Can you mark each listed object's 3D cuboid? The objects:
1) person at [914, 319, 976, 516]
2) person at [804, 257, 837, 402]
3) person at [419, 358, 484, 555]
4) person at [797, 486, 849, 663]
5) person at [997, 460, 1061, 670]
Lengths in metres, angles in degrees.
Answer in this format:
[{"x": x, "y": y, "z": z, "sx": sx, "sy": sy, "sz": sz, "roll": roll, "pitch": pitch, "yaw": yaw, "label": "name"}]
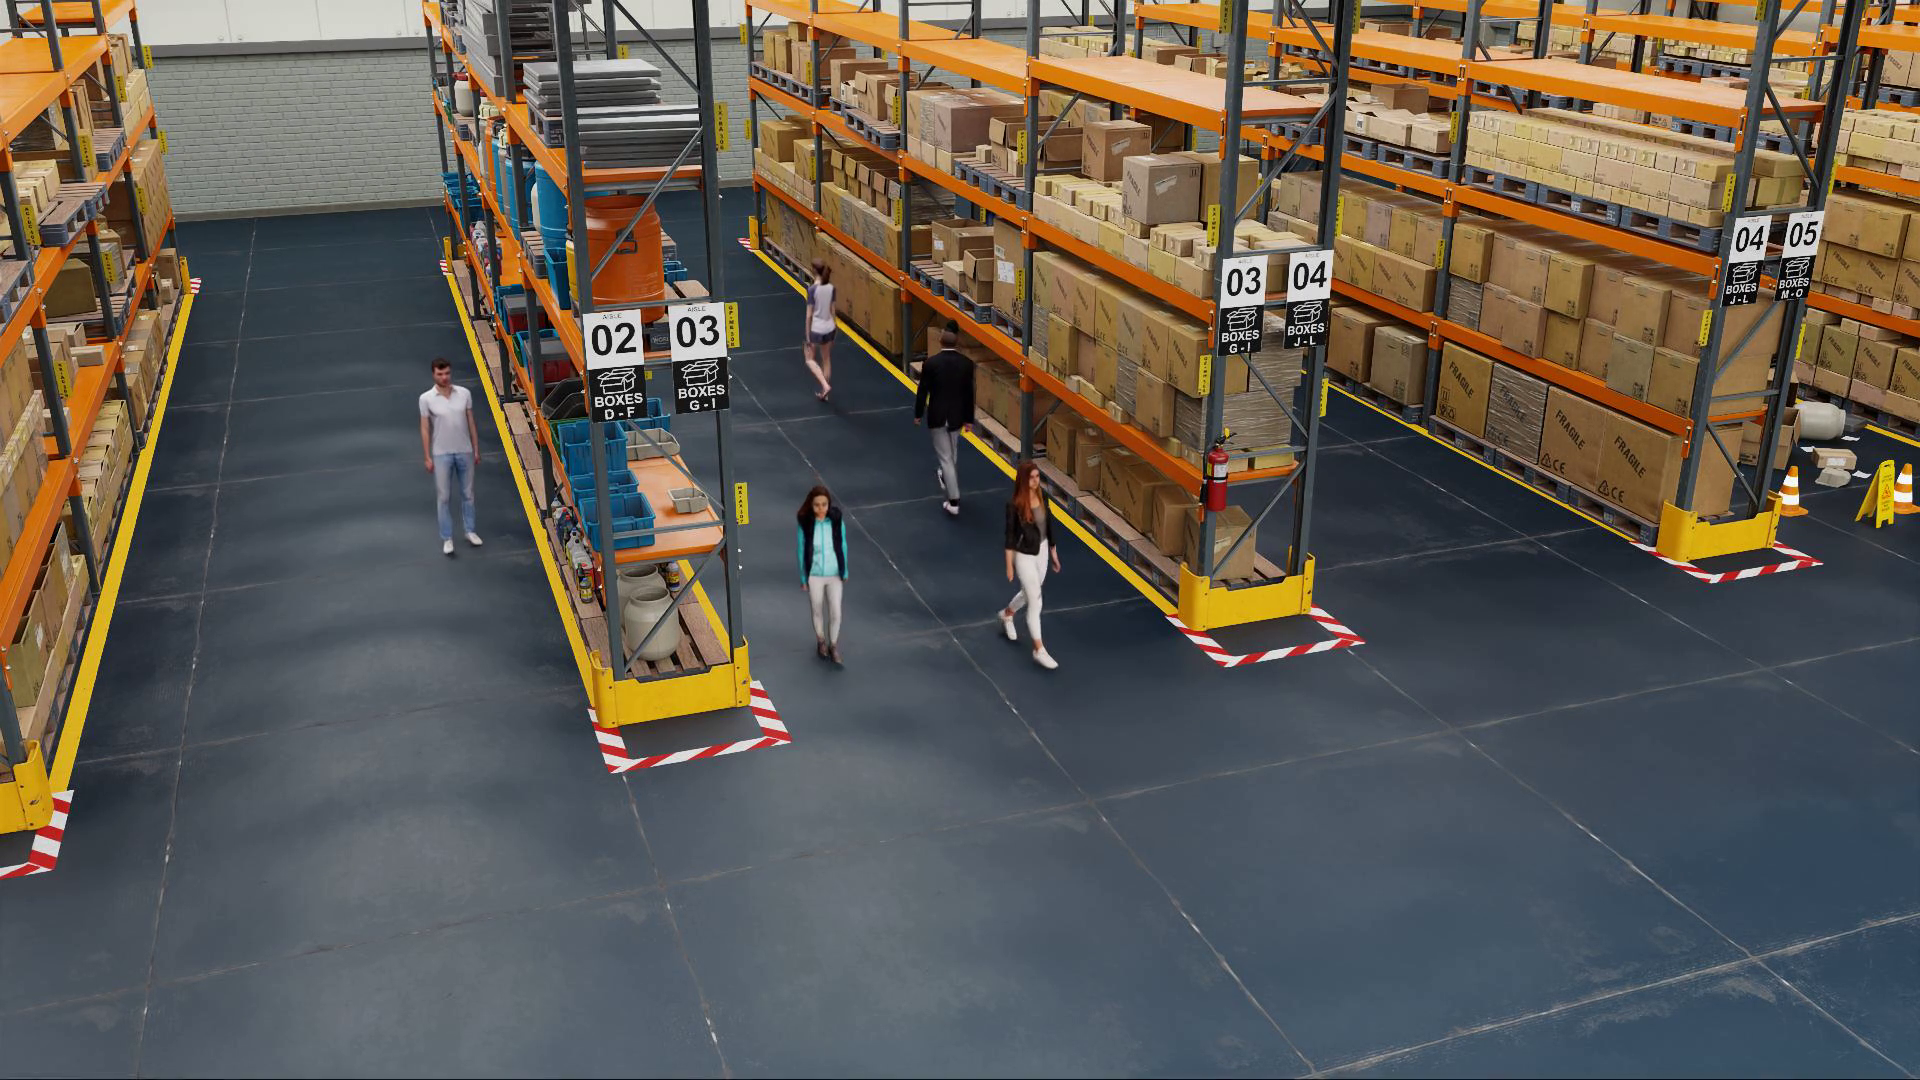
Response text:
[{"x": -0.106, "y": -1.183, "z": 16.428, "sx": 0.730, "sy": 1.902, "sz": 1.166, "roll": -7, "pitch": 23, "yaw": -17, "label": "person"}, {"x": -1.608, "y": -2.458, "z": 19.740, "sx": 0.678, "sy": 1.754, "sz": 0.841, "roll": -14, "pitch": 26, "yaw": -31, "label": "person"}, {"x": -4.771, "y": -0.822, "z": 15.607, "sx": 0.719, "sy": 1.855, "sz": 0.682, "roll": -13, "pitch": 25, "yaw": -28, "label": "person"}, {"x": -1.125, "y": 0.239, "z": 13.501, "sx": 0.615, "sy": 1.485, "sz": 0.718, "roll": -5, "pitch": 23, "yaw": -12, "label": "person"}, {"x": 0.530, "y": 0.140, "z": 13.488, "sx": 0.852, "sy": 1.677, "sz": 1.158, "roll": -19, "pitch": 29, "yaw": -38, "label": "person"}]
